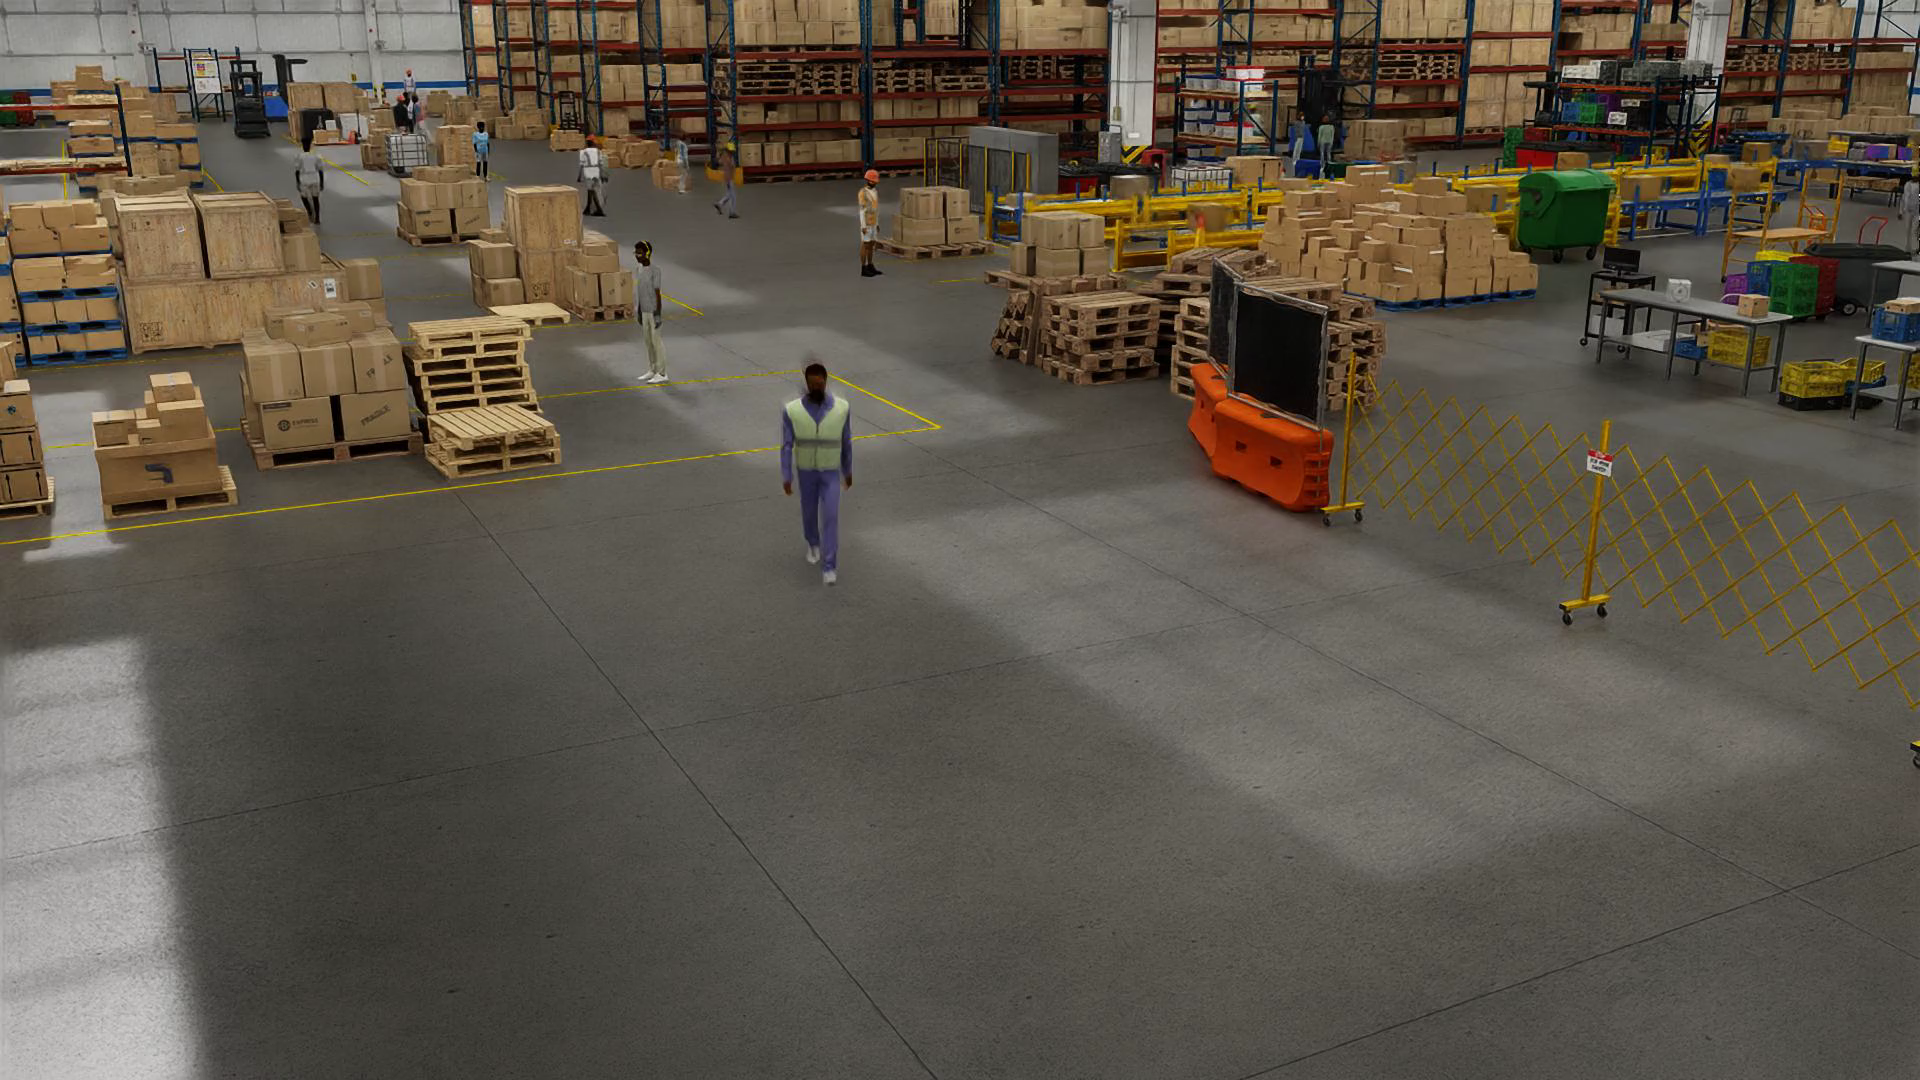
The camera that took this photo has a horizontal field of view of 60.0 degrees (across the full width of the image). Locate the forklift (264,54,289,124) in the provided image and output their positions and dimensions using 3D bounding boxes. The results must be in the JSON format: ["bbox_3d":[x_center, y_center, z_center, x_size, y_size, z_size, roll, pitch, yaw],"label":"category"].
[{"bbox_3d":[-28.661,-19.096,70.368,1.873,2.768,1.129,-9,20,-26],"label":"forklift"}]

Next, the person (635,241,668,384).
[{"bbox_3d":[-4.070,-2.982,21.786,0.330,1.861,0.503,-17,24,-42],"label":"person"}]

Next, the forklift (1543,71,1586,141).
[{"bbox_3d":[18.685,-13.231,52.085,1.873,2.768,1.129,-9,20,-26],"label":"forklift"}]

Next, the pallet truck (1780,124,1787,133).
[{"bbox_3d":[25.206,-12.542,52.601,1.601,1.201,0.680,0,18,-2],"label":"pallet truck"}]

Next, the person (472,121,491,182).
[{"bbox_3d":[-13.455,-10.920,46.816,0.334,1.686,0.535,15,23,39],"label":"person"}]

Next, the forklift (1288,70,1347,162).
[{"bbox_3d":[11.608,-13.590,53.202,1.129,2.768,1.873,-15,23,-39],"label":"forklift"}]

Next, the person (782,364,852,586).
[{"bbox_3d":[-1.236,-0.613,14.380,0.604,1.875,1.008,-2,18,-6],"label":"person"}]

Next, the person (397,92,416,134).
[{"bbox_3d":[-19.389,-14.715,58.274,0.619,1.911,0.381,-10,20,-29],"label":"person"}]

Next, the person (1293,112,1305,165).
[{"bbox_3d":[10.620,-12.557,51.991,0.269,1.632,0.509,16,24,40],"label":"person"}]

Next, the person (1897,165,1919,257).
[{"bbox_3d":[18.792,-6.468,32.738,0.489,1.806,0.607,-8,20,-24],"label":"person"}]

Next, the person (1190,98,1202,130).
[{"bbox_3d":[8.930,-16.078,62.933,0.539,1.655,0.882,10,20,28],"label":"person"}]

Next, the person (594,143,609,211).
[{"bbox_3d":[-8.730,-8.824,40.363,0.561,1.613,0.534,6,19,19],"label":"person"}]

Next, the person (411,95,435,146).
[{"bbox_3d":[-19.193,-14.885,59.034,1.006,1.787,0.635,-3,18,-9],"label":"person"}]

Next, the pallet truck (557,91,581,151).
[{"bbox_3d":[-13.495,-14.412,57.188,0.823,1.965,1.885,-3,18,-9],"label":"pallet truck"}]

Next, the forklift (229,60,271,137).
[{"bbox_3d":[-27.041,-16.760,63.084,1.129,2.768,1.873,-9,20,-27],"label":"forklift"}]

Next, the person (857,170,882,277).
[{"bbox_3d":[-1.638,-5.800,30.451,0.366,1.930,0.542,9,20,25],"label":"person"}]

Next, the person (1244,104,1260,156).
[{"bbox_3d":[9.540,-13.358,54.355,0.543,1.718,0.924,-7,19,-21],"label":"person"}]

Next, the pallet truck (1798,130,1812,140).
[{"bbox_3d":[25.526,-11.556,49.408,1.630,1.274,0.653,-9,20,-26],"label":"pallet truck"}]

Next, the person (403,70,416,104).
[{"bbox_3d":[-25.753,-21.037,77.937,0.547,1.937,0.379,0,18,0],"label":"person"}]

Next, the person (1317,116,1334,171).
[{"bbox_3d":[10.990,-11.925,50.021,0.497,1.633,0.284,-3,18,-10],"label":"person"}]

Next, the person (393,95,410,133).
[{"bbox_3d":[-18.479,-13.724,55.112,0.616,1.959,0.651,11,21,32],"label":"person"}]

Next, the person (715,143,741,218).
[{"bbox_3d":[-5.442,-8.396,38.851,0.549,1.749,0.520,2,18,6],"label":"person"}]

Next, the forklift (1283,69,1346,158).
[{"bbox_3d":[11.615,-13.871,54.079,1.129,2.768,1.873,-9,20,-27],"label":"forklift"}]

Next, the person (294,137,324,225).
[{"bbox_3d":[-14.735,-8.127,37.672,0.629,1.944,0.447,-12,21,-33],"label":"person"}]

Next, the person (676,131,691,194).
[{"bbox_3d":[-7.294,-9.961,43.917,0.372,1.622,0.539,-1,18,-4],"label":"person"}]

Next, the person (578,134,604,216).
[{"bbox_3d":[-8.695,-8.590,39.213,0.704,1.889,0.536,13,22,34],"label":"person"}]
